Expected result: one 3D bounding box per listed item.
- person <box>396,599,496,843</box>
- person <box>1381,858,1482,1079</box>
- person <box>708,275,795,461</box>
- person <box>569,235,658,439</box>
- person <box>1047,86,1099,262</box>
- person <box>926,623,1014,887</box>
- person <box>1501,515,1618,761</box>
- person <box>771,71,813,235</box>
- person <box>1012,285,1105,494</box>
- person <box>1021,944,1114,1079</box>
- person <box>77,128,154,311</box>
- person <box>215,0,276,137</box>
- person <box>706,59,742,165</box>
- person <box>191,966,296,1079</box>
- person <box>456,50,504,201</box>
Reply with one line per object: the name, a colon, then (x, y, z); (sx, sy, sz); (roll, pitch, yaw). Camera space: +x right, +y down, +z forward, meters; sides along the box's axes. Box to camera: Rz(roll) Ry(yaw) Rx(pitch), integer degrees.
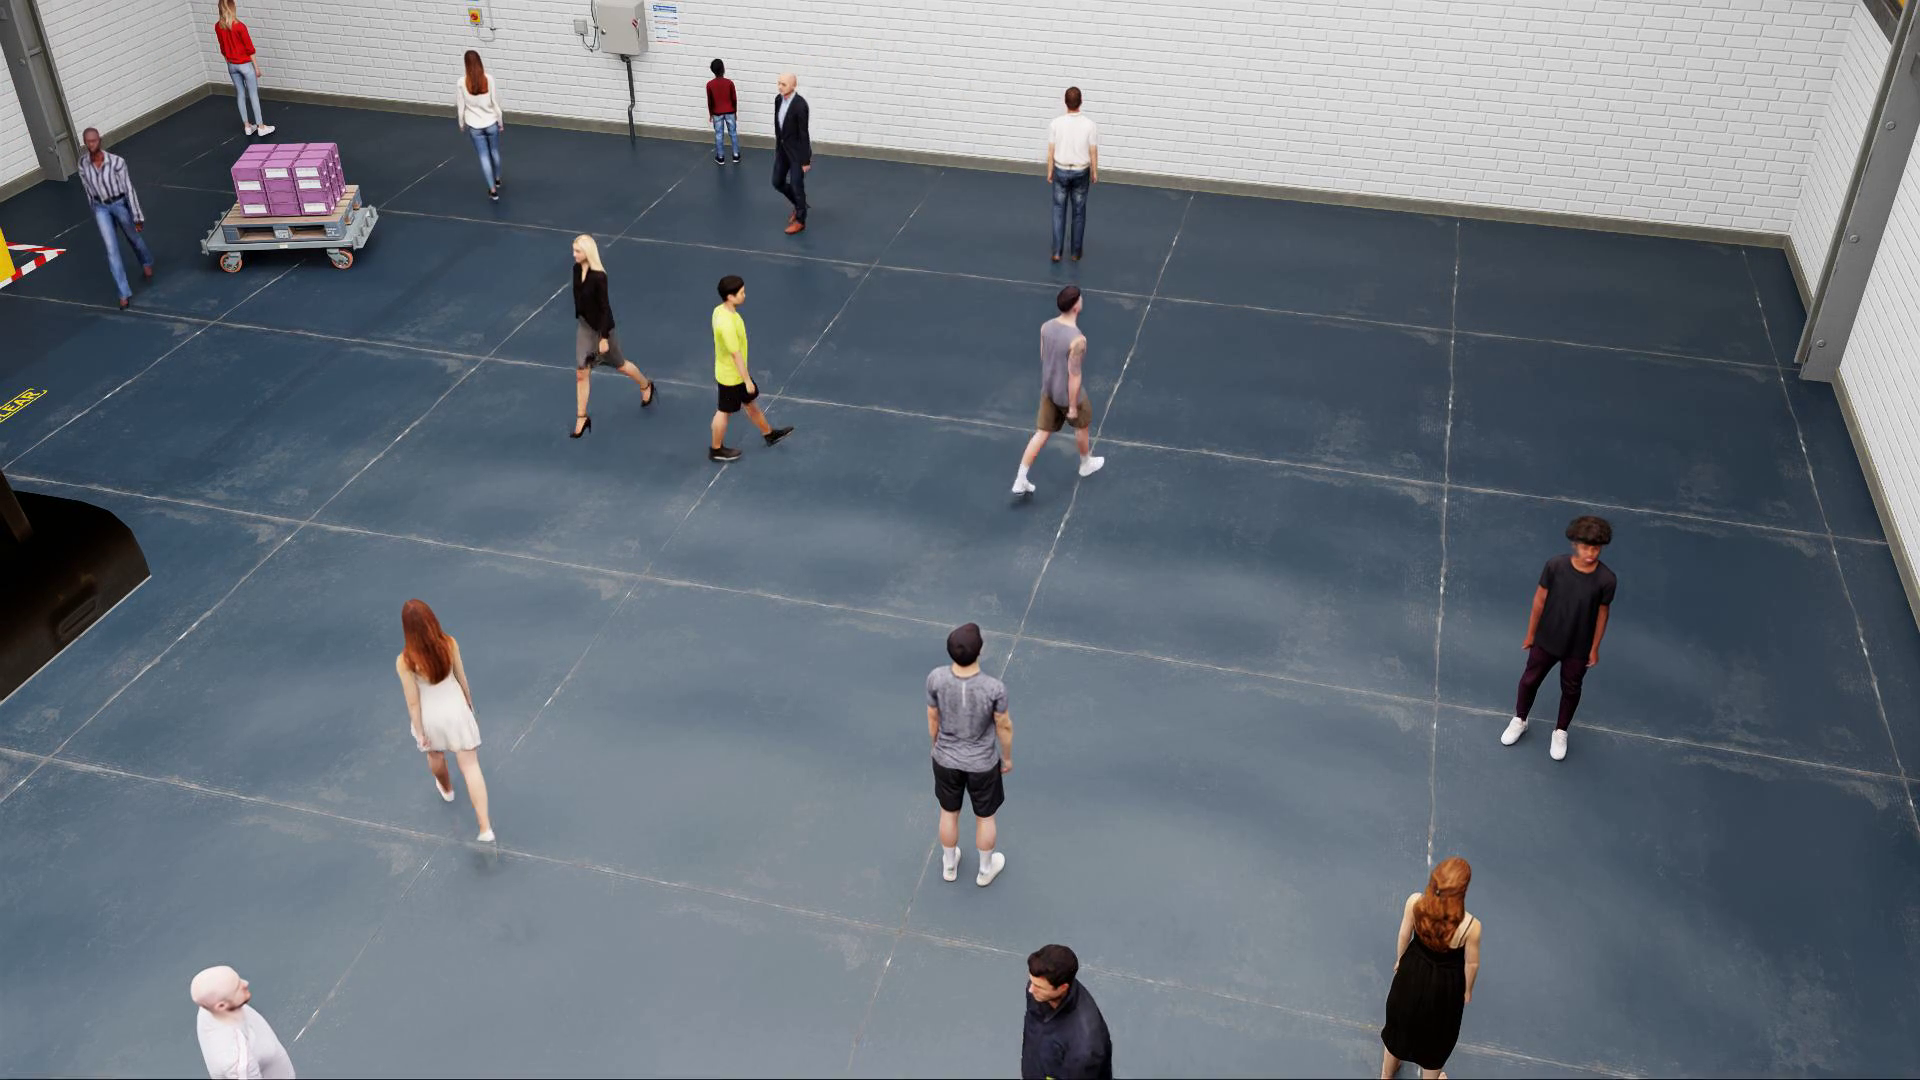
person: (-3.107, 1.122, 10.112); (1.093, 1.676, 1.143); (-18, 38, -25)
person: (2.393, 2.241, 8.475); (0.639, 1.626, 0.667); (21, 39, 28)
person: (-1.992, -1.403, 13.909); (0.984, 1.677, 1.045); (-6, 34, -9)
person: (-3.031, -1.784, 14.378); (0.977, 1.793, 1.275); (26, 41, 33)
person: (1.158, -3.793, 17.345); (0.707, 1.856, 0.658); (4, 34, 7)
person: (0.038, 1.264, 9.722); (0.645, 1.871, 0.529); (8, 35, 13)
person: (3.927, 0.610, 10.784); (0.676, 1.785, 0.635); (16, 37, 23)
person: (-1.762, -4.237, 18.072); (0.849, 1.789, 0.863); (29, 43, 36)
person: (0.751, -1.163, 13.411); (1.302, 1.806, 1.058); (-28, 43, -35)
person: (0.581, 2.541, 7.787); (1.251, 1.887, 1.191); (-17, 37, -24)
person: (-8.437, -3.282, 16.684); (1.051, 1.737, 1.323); (-7, 34, -10)
person: (-8.904, -5.863, 20.595); (0.614, 1.705, 0.497); (8, 34, 11)
person: (-2.829, -5.127, 19.896); (0.580, 1.254, 0.602); (-6, 34, -10)
person: (-3.243, 2.632, 7.699); (0.797, 1.832, 0.752); (-21, 39, -28)
person: (-5.399, -4.669, 18.833); (0.953, 1.668, 1.070); (-12, 35, -17)
